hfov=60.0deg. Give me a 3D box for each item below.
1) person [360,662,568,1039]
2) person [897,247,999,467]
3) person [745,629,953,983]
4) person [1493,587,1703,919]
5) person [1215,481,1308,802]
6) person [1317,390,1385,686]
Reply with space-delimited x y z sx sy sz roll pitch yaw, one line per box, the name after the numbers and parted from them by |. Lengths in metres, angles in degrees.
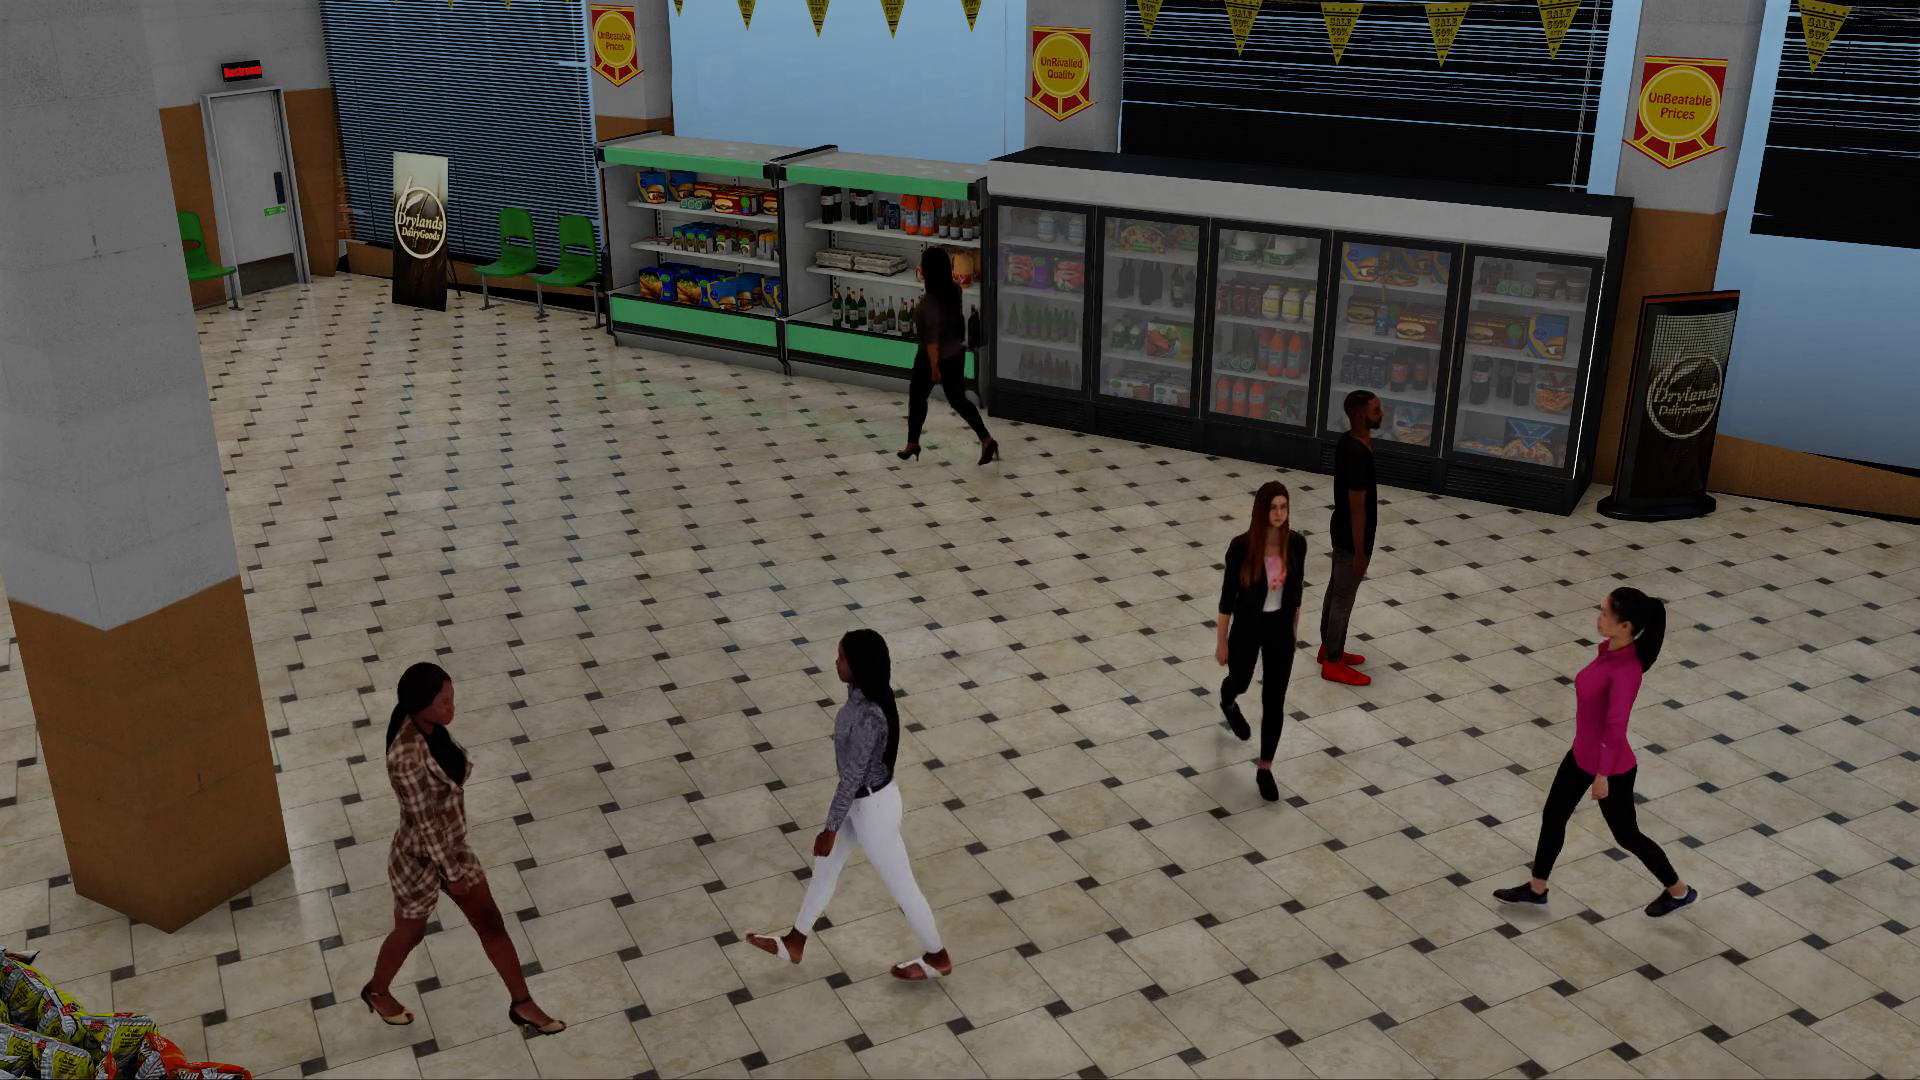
-2.210 1.325 6.693 1.187 1.731 0.847 3 22 7 | person
-0.057 -1.424 13.438 1.139 1.803 0.702 15 26 32 | person
-0.295 1.191 7.104 1.209 1.673 1.023 -2 22 -4 | person
3.012 1.026 7.531 1.204 1.661 0.874 3 22 8 | person
1.584 0.471 8.889 1.139 1.677 1.106 -2 22 -6 | person
2.333 -0.030 9.963 0.678 1.806 0.707 2 22 5 | person
